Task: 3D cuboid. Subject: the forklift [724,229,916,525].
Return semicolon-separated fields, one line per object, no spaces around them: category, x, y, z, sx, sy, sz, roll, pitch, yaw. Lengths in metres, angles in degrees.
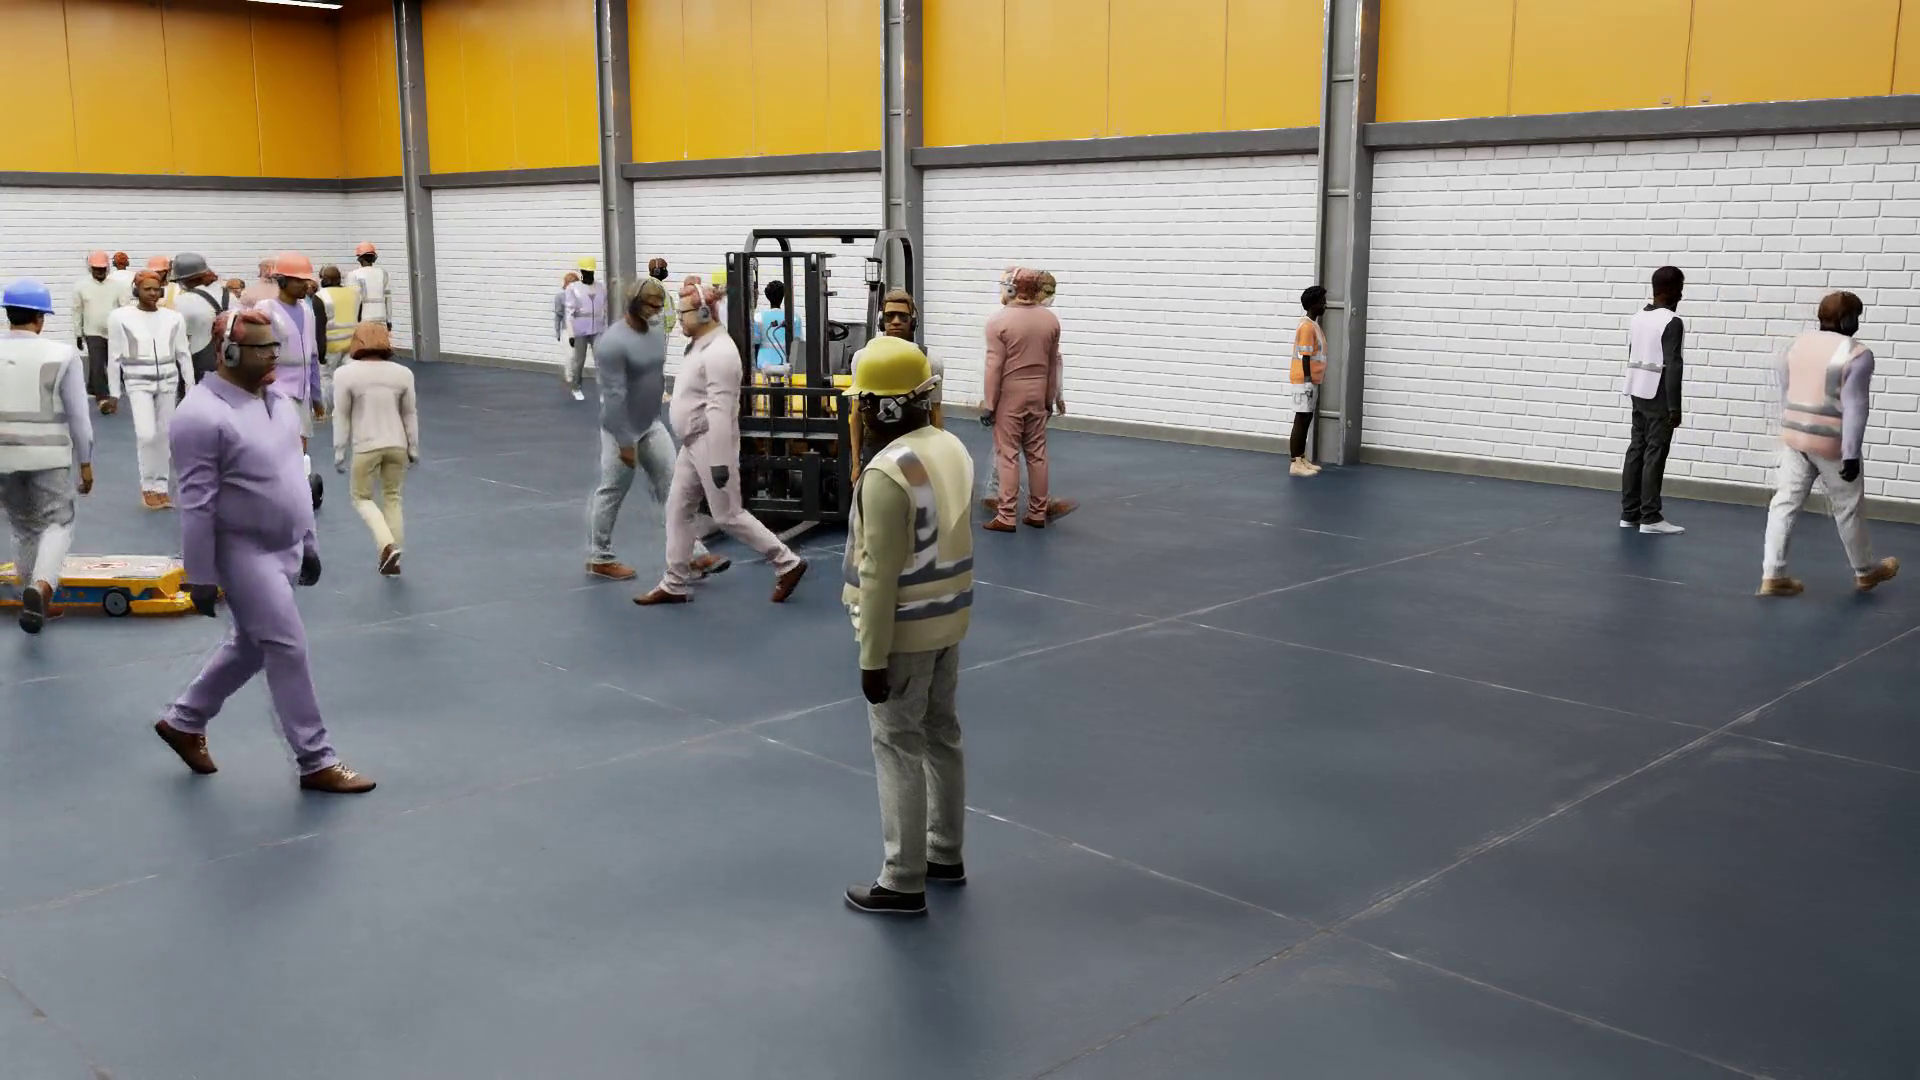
forklift;-1.050;-1.319;12.920;1.214;2.155;2.313;2;11;13

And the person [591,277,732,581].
person;-1.873;-0.640;10.089;1.026;1.871;0.681;5;12;26

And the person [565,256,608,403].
person;-4.784;-2.699;21.316;0.604;1.882;0.989;-7;13;-35

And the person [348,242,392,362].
person;-7.972;-2.997;22.480;0.393;2.041;0.613;8;13;38

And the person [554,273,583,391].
person;-5.288;-2.861;22.924;0.503;1.614;0.582;-8;13;-38

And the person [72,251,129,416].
person;-10.164;-2.446;19.768;0.618;1.931;1.025;-7;12;-33

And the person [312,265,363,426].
person;-6.953;-2.138;18.461;0.942;1.792;0.664;7;13;35

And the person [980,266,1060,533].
person;0.407;-1.008;12.013;0.660;1.907;0.407;-8;13;-36

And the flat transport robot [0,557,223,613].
flat transport robot;-5.020;0.244;9.644;1.431;0.197;0.652;1;10;5

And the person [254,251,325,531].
person;-4.769;-1.047;11.906;0.451;2.018;0.638;2;11;13

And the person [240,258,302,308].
person;-7.389;-2.068;17.844;0.653;1.882;0.426;-8;13;-38

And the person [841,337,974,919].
person;-0.171;0.276;5.244;0.403;1.825;0.596;5;11;25

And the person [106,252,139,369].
person;-12.562;-3.387;25.048;0.575;1.881;0.356;-10;15;-44

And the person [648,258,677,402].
person;-3.852;-2.688;21.347;0.429;1.843;0.633;-3;11;-18

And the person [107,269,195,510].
person;-6.239;-1.155;12.909;0.544;1.866;0.621;10;14;42

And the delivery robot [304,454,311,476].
delivery robot;-5.240;-0.514;12.747;0.477;0.478;0.707;-1;10;-5

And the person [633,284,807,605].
person;-1.389;-0.537;9.569;0.924;1.866;0.656;-4;11;-21

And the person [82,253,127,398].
person;-11.301;-2.852;22.047;0.621;1.910;0.993;5;11;25

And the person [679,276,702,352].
person;-3.303;-2.437;20.536;0.310;1.636;0.522;-2;11;-9

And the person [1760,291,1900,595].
person;5.198;-0.564;9.876;0.927;1.794;0.654;-4;11;-21

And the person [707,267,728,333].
person;-2.496;-1.938;17.377;0.829;1.791;0.584;3;11;17

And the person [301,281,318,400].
person;-8.505;-2.659;21.857;0.540;1.592;0.833;-4;11;-20

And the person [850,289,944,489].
person;-0.341;-0.418;8.957;0.507;1.846;0.343;1;10;3

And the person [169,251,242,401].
person;-6.476;-1.483;14.233;0.536;2.000;0.724;3;11;18

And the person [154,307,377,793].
person;-2.749;0.040;6.400;0.933;1.872;0.655;1;10;8

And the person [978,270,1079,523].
person;0.523;-1.072;12.451;1.009;1.869;0.687;9;14;41

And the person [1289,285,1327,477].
person;3.099;-1.413;14.811;0.320;1.694;0.531;4;11;19

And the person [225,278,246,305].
person;-8.424;-2.237;19.446;0.286;1.636;0.500;1;10;4

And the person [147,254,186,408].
person;-9.073;-2.297;19.010;0.557;1.911;0.666;-2;11;-11

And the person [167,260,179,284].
person;-9.664;-2.537;20.583;0.989;1.813;0.550;0;10;-2

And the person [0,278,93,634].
person;-4.967;-0.429;8.841;0.648;1.915;0.753;-1;10;-8

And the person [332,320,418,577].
person;-3.588;-0.545;10.276;0.545;1.611;0.446;-8;13;-39

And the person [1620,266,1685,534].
person;4.999;-1.008;11.983;0.392;1.916;0.592;-1;10;-8

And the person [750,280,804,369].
person;-1.783;-1.680;16.248;0.532;1.696;0.319;-1;10;-6
